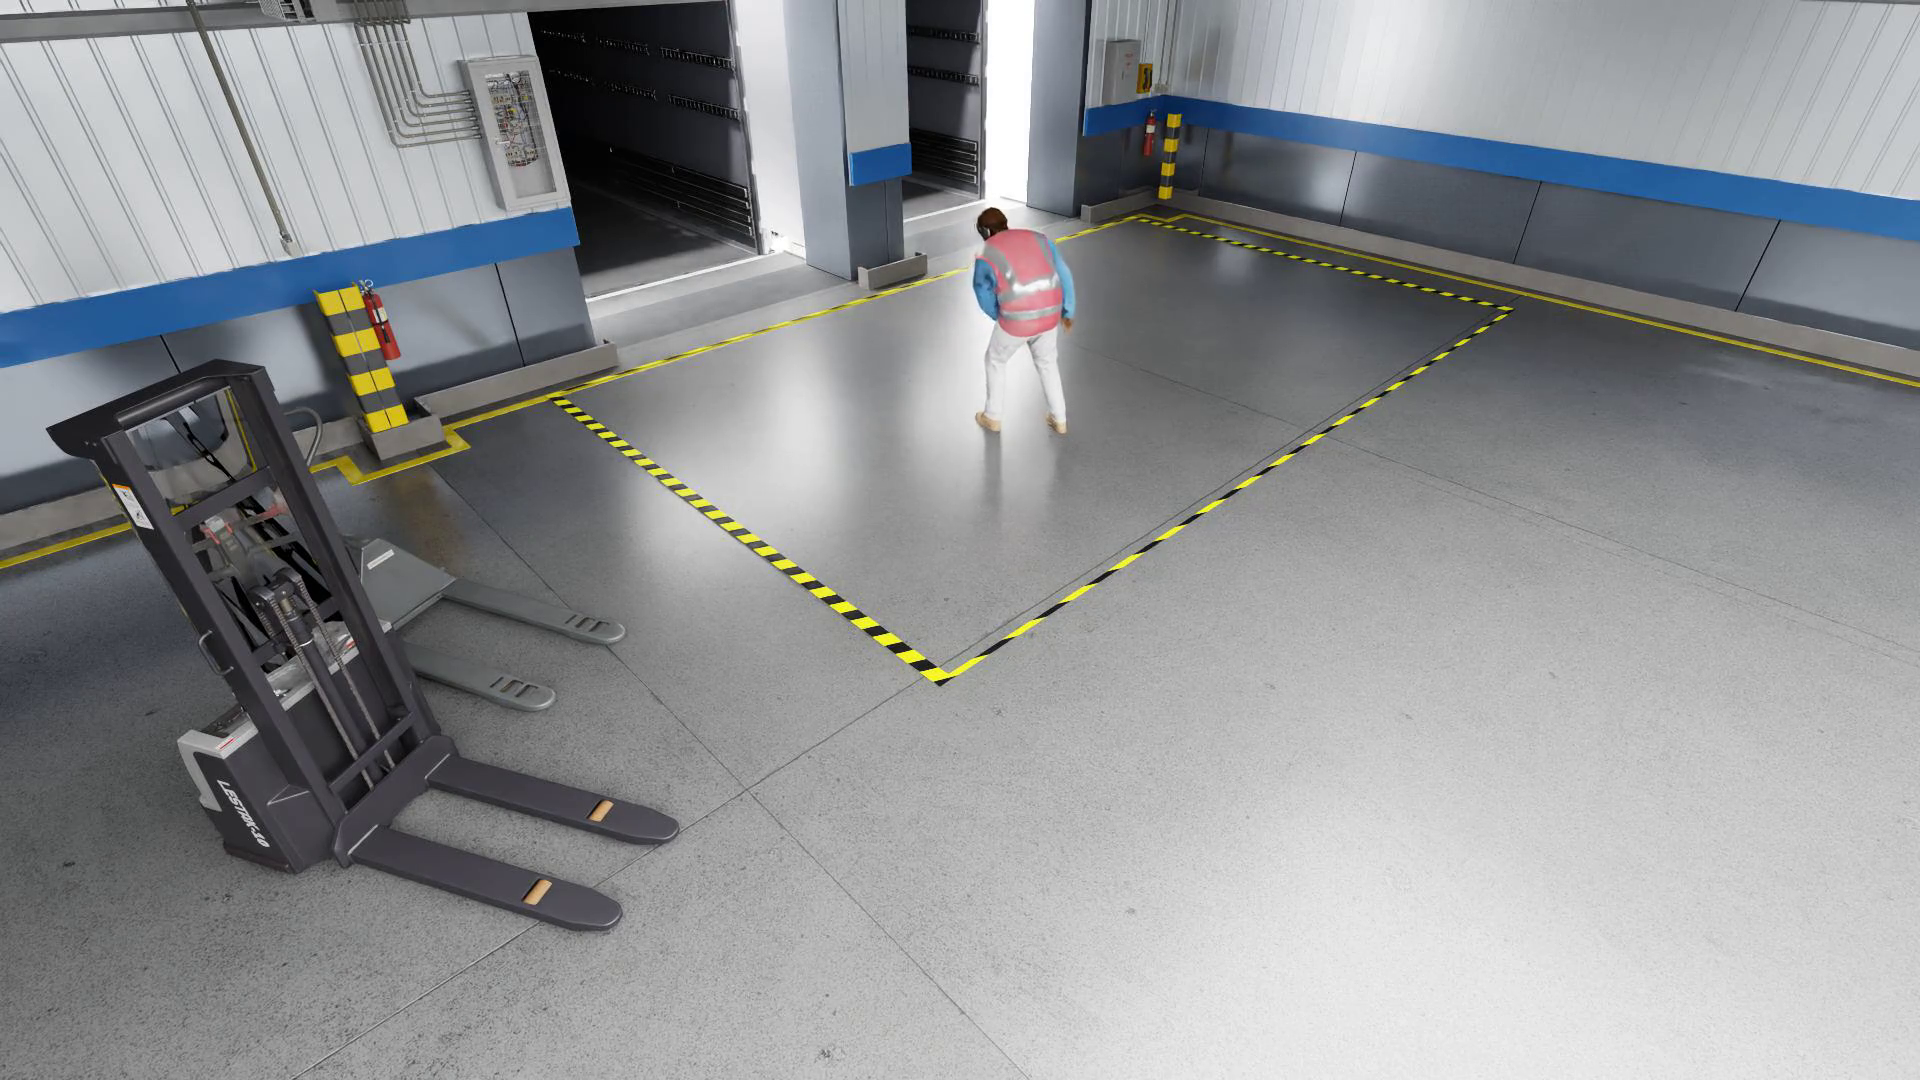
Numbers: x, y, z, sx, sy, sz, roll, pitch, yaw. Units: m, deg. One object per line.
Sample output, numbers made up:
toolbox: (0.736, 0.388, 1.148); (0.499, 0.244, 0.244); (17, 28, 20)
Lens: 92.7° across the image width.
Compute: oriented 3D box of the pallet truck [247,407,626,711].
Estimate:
pallet truck: (-2.628, 0.038, 4.590); (1.601, 1.201, 0.680); (12, 36, 18)

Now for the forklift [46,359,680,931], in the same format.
forklift: (-2.135, 0.422, 3.354); (1.885, 1.965, 0.823); (10, 35, 14)

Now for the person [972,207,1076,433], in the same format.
person: (0.441, -1.581, 6.702); (0.757, 1.558, 0.792); (-16, 37, -22)
